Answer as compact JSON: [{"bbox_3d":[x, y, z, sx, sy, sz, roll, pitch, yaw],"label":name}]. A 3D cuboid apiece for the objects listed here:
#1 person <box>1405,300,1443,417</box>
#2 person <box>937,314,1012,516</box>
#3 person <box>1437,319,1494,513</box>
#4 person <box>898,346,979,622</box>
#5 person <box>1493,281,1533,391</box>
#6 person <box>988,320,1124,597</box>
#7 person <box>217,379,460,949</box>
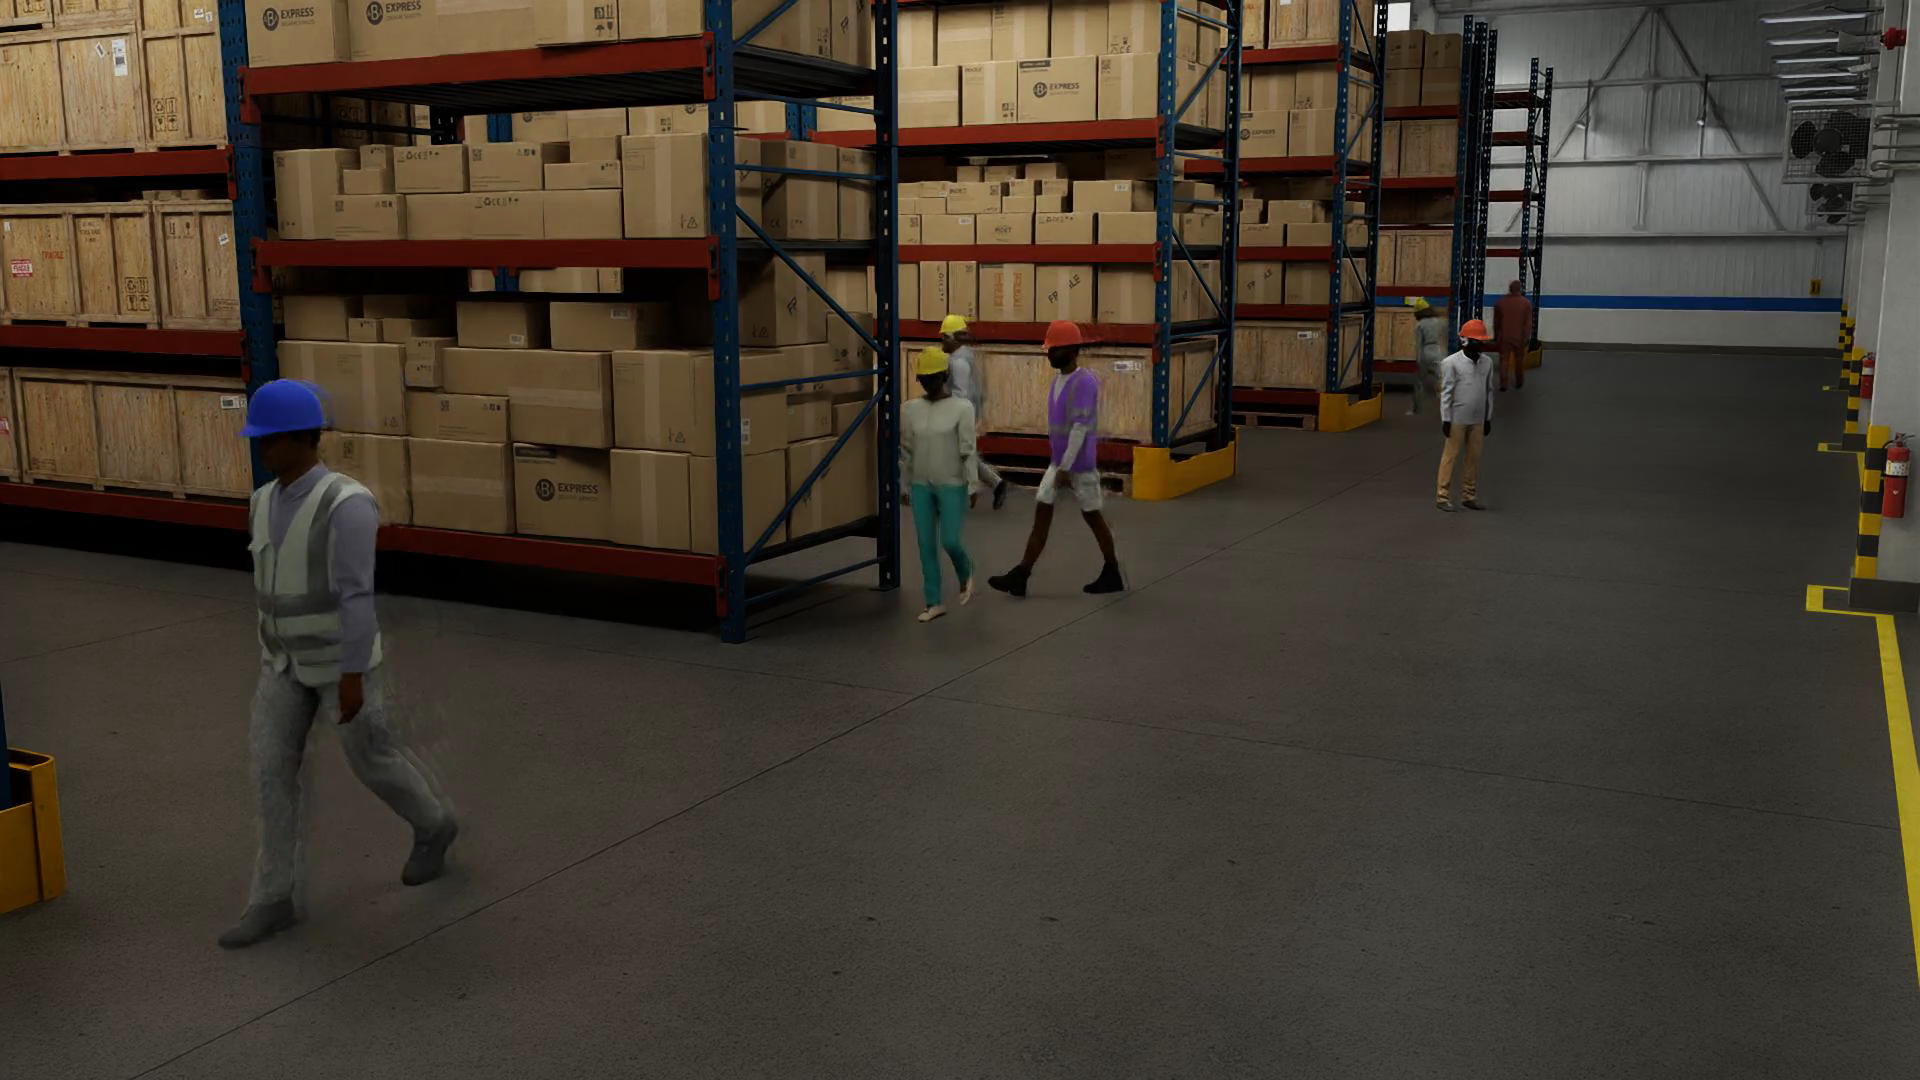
[{"bbox_3d":[6.584,-2.530,23.341,0.476,1.690,0.880,-2,10,-14],"label":"person"},{"bbox_3d":[0.060,-1.098,14.747,0.735,1.800,0.612,0,10,2],"label":"person"},{"bbox_3d":[4.586,-1.116,15.004,0.570,1.742,0.350,-4,11,-22],"label":"person"},{"bbox_3d":[-0.128,-0.360,10.570,0.543,1.749,0.465,4,11,24],"label":"person"},{"bbox_3d":[9.404,-3.468,28.299,0.654,1.849,1.030,4,11,24],"label":"person"},{"bbox_3d":[0.707,-0.536,11.251,0.993,1.881,0.545,-5,11,-28],"label":"person"},{"bbox_3d":[-2.189,0.384,5.829,0.602,1.919,0.928,5,11,26],"label":"person"}]
